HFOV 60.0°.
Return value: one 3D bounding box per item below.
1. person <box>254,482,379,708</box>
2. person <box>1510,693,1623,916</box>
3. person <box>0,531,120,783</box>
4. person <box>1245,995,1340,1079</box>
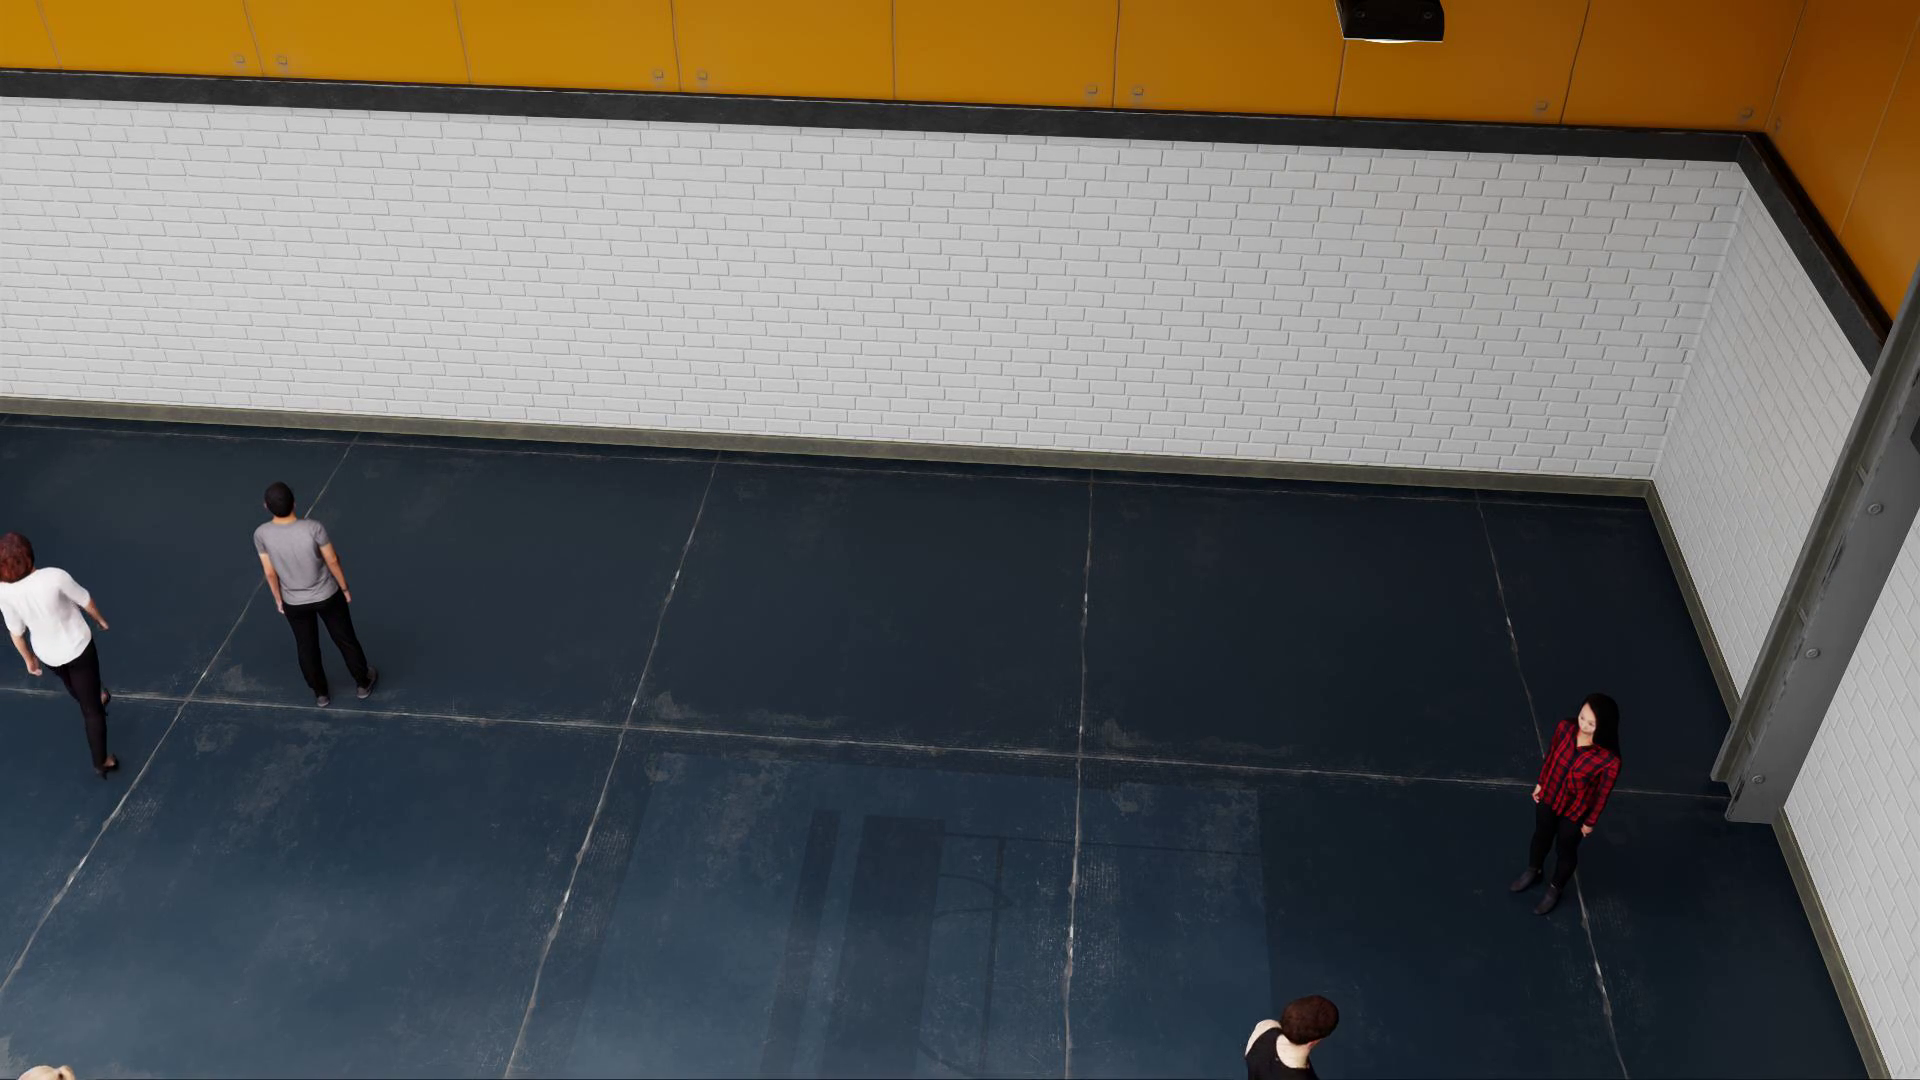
[{"bbox_3d":[-4.174,0.346,10.698,0.677,1.755,0.656,-9,40,-11],"label":"person"},{"bbox_3d":[3.444,1.459,9.387,0.717,1.652,0.632,-22,43,-25],"label":"person"},{"bbox_3d":[-5.476,0.772,10.163,0.823,1.757,1.113,-7,39,-8],"label":"person"},{"bbox_3d":[1.359,2.743,7.627,1.153,1.842,1.214,-18,42,-21],"label":"person"}]
